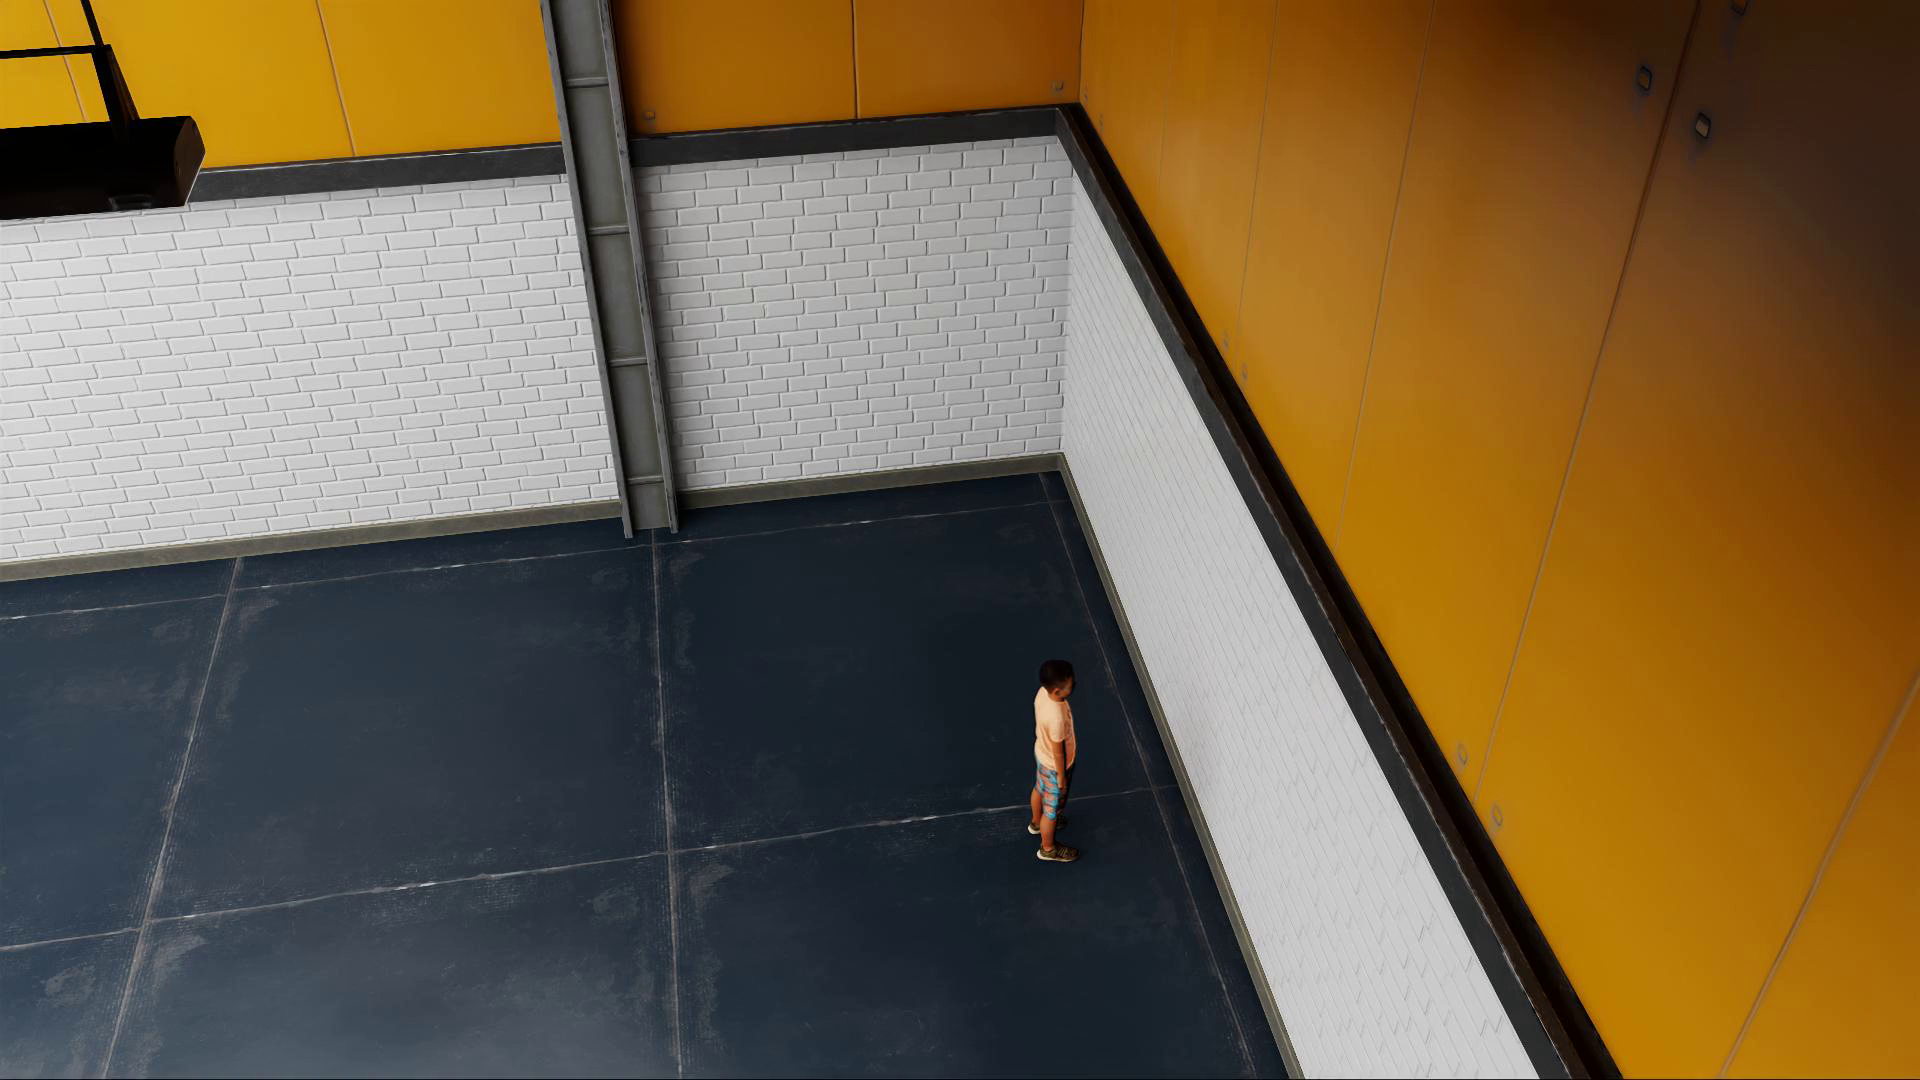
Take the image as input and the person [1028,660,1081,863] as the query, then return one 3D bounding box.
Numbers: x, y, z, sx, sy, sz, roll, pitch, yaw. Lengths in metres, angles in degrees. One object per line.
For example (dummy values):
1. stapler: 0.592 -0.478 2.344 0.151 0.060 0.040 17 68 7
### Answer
1. person: 0.538 1.248 9.610 0.479 1.461 0.534 -8 39 -9
